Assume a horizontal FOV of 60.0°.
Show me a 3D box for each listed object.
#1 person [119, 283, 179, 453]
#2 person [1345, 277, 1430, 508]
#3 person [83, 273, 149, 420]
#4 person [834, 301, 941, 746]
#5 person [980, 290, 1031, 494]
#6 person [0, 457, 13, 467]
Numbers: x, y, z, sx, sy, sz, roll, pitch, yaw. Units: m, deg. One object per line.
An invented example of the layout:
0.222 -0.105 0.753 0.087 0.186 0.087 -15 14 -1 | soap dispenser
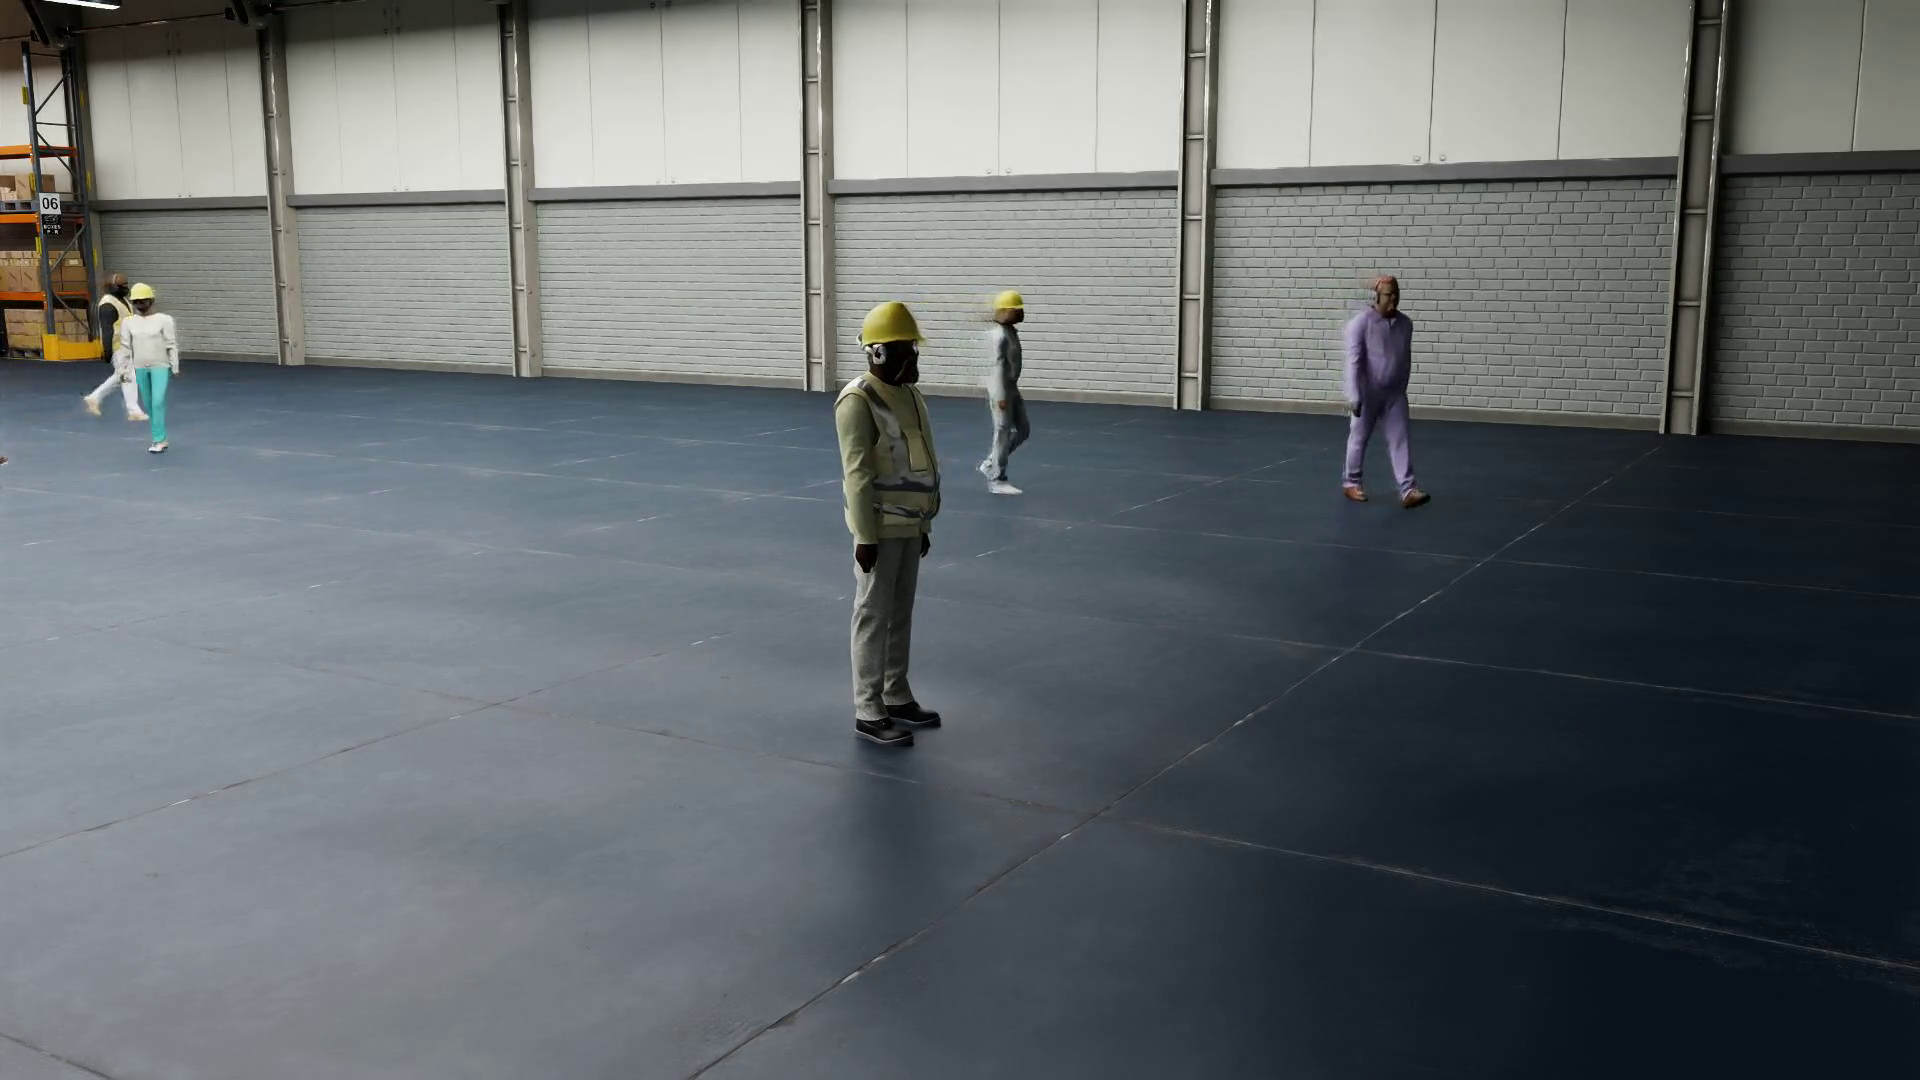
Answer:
-8.346 -1.745 17.045 0.549 1.736 0.783 0 10 -1 | person
3.420 -1.187 13.439 0.663 1.849 1.008 -3 10 -18 | person
-10.435 -2.372 20.497 0.758 1.816 0.627 -2 10 -12 | person
-0.283 -0.074 6.979 0.404 1.833 0.590 4 10 22 | person
0.408 -1.247 14.128 0.375 1.732 0.506 3 10 17 | person
-9.250 -1.381 15.289 0.831 1.591 0.523 -3 10 -17 | person
